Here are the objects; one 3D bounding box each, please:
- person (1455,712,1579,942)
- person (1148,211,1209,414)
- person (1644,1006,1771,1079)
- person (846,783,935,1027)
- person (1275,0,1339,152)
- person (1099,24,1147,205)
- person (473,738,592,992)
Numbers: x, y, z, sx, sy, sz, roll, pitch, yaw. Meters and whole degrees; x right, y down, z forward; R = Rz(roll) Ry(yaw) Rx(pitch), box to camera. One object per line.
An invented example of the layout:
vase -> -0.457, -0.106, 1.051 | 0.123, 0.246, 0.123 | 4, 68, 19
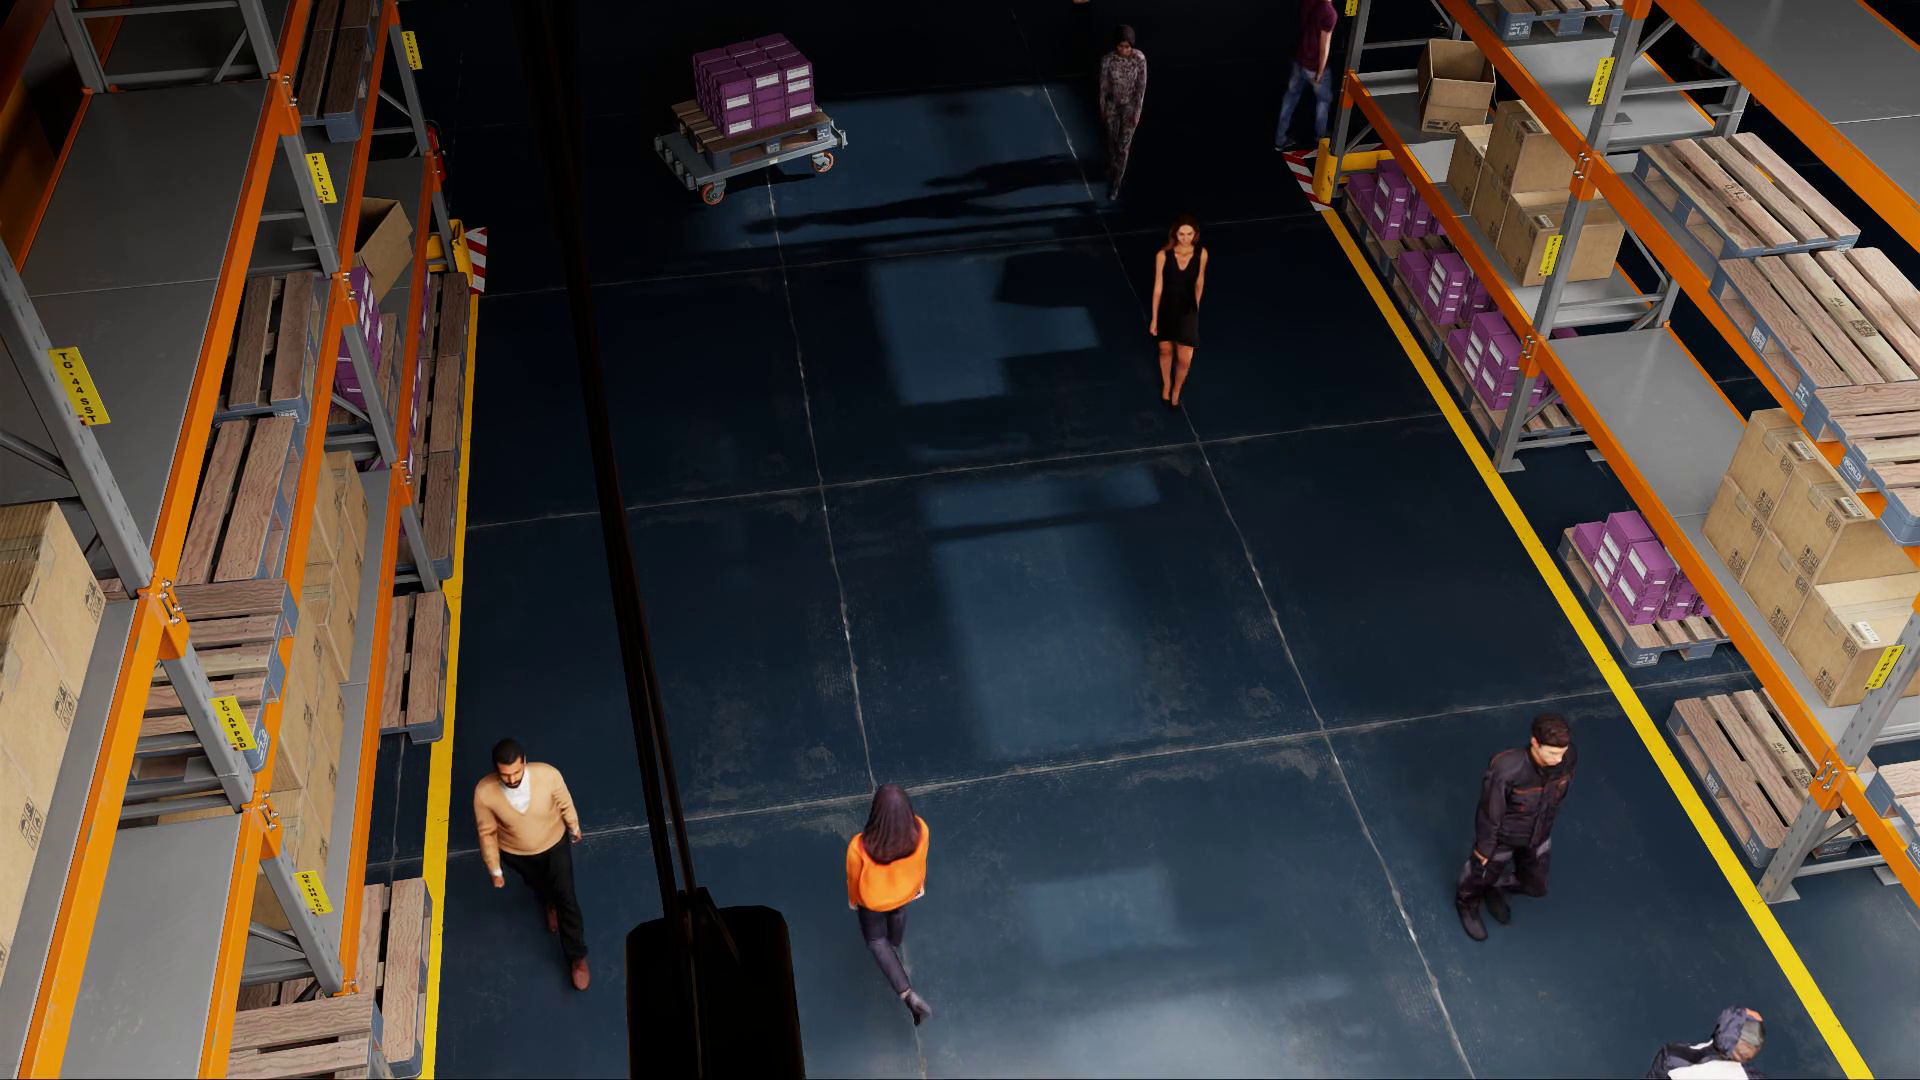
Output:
person -> 3.058, 1.524, 9.335 | 0.778, 1.933, 0.731 | -14, 45, -14
person -> 1.646, -1.789, 12.894 | 0.621, 1.820, 0.684 | 0, 44, 0
person -> 3.477, 2.815, 8.009 | 0.770, 1.893, 0.769 | 14, 45, 14
person -> -0.358, 1.971, 9.017 | 0.837, 1.724, 1.081 | -21, 47, -20
person -> 3.253, -4.508, 15.751 | 0.957, 1.817, 0.977 | -26, 49, -25
person -> 1.514, -3.998, 15.330 | 0.861, 1.659, 1.093 | 14, 45, 14
person -> -2.405, 1.645, 9.359 | 0.732, 1.725, 1.057 | -10, 45, -11
